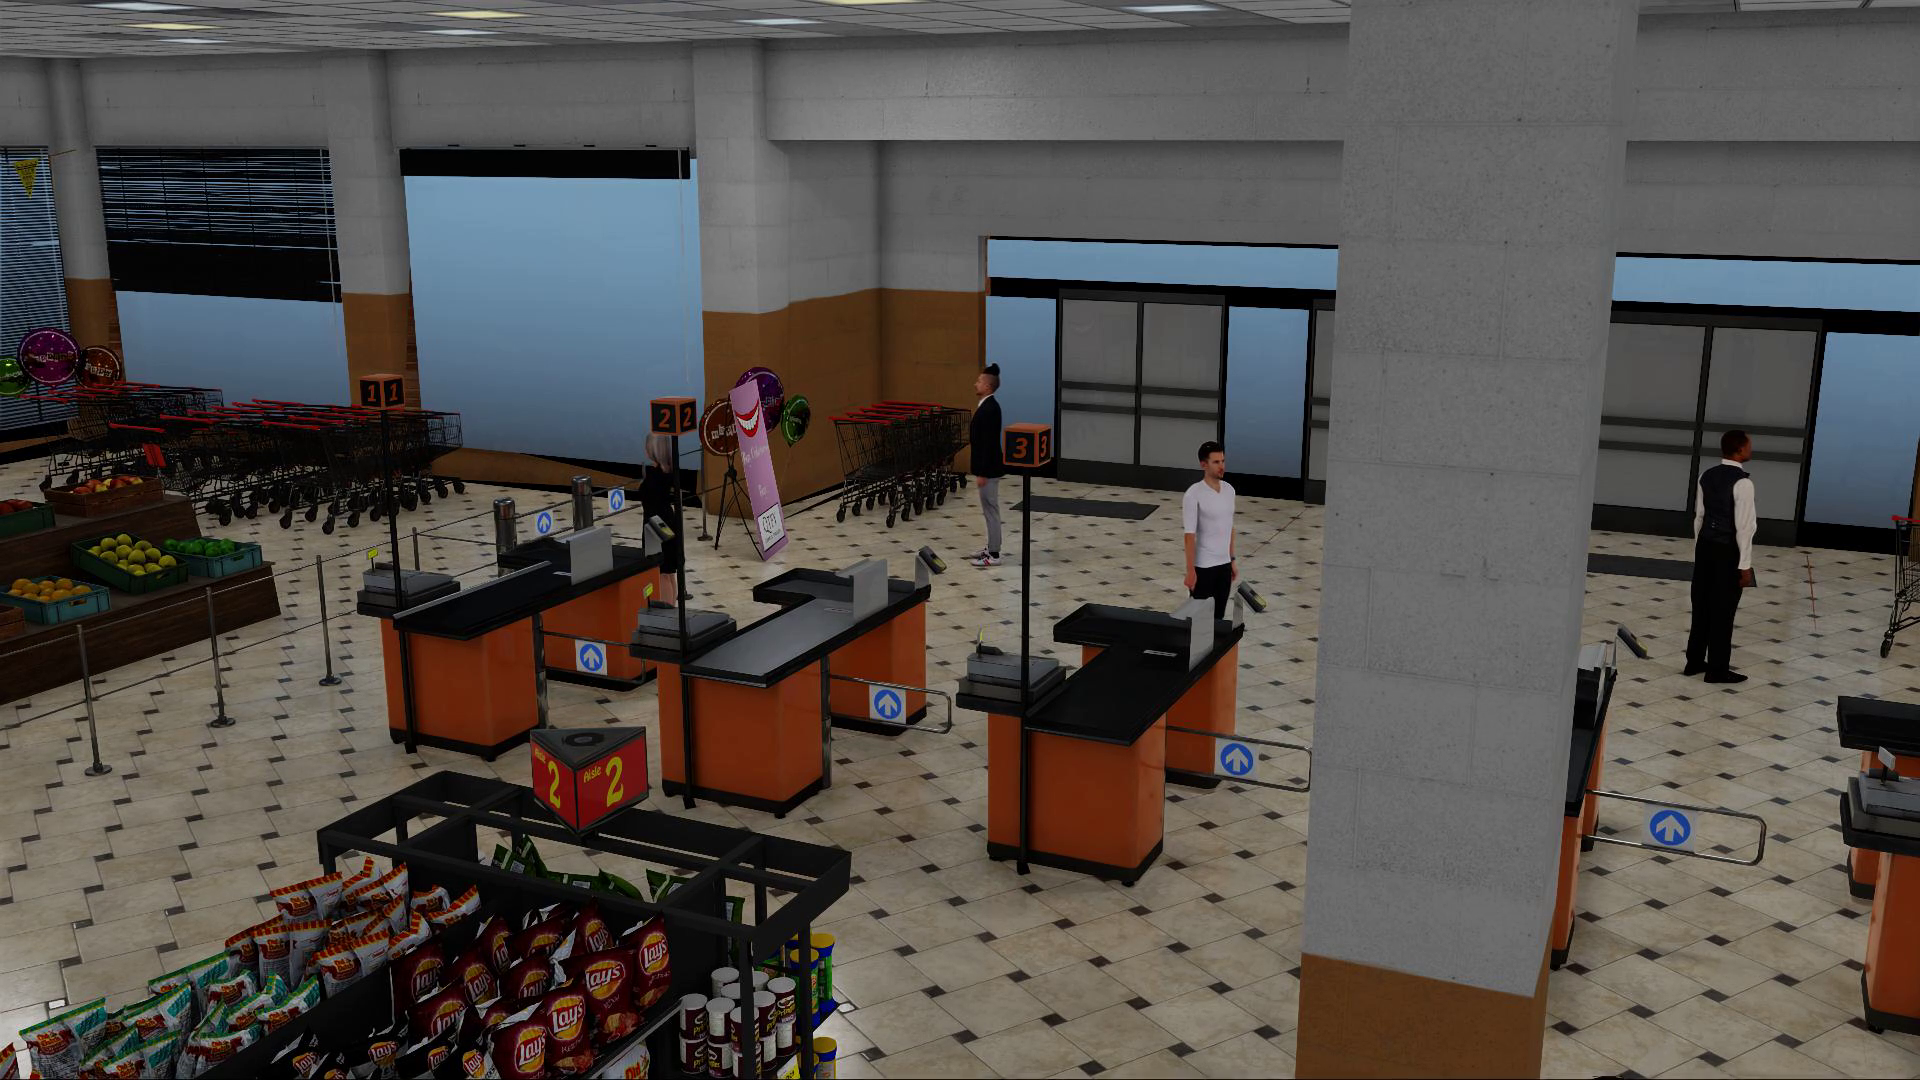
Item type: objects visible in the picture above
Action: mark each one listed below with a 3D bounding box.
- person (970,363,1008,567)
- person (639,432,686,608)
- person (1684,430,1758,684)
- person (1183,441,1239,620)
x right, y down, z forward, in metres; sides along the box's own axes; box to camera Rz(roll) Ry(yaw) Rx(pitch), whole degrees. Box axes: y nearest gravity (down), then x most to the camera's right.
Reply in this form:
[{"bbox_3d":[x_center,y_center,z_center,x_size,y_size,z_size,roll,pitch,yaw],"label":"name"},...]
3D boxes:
[{"bbox_3d":[0.282,-0.729,15.973,0.845,1.948,0.684,1,14,4],"label":"person"},{"bbox_3d":[-2.438,-0.037,13.547,0.739,1.747,0.627,0,14,2],"label":"person"},{"bbox_3d":[5.743,0.115,12.553,0.830,1.919,0.764,-5,14,-18],"label":"person"},{"bbox_3d":[1.869,0.173,12.461,0.667,1.851,0.815,-11,17,-37],"label":"person"}]
